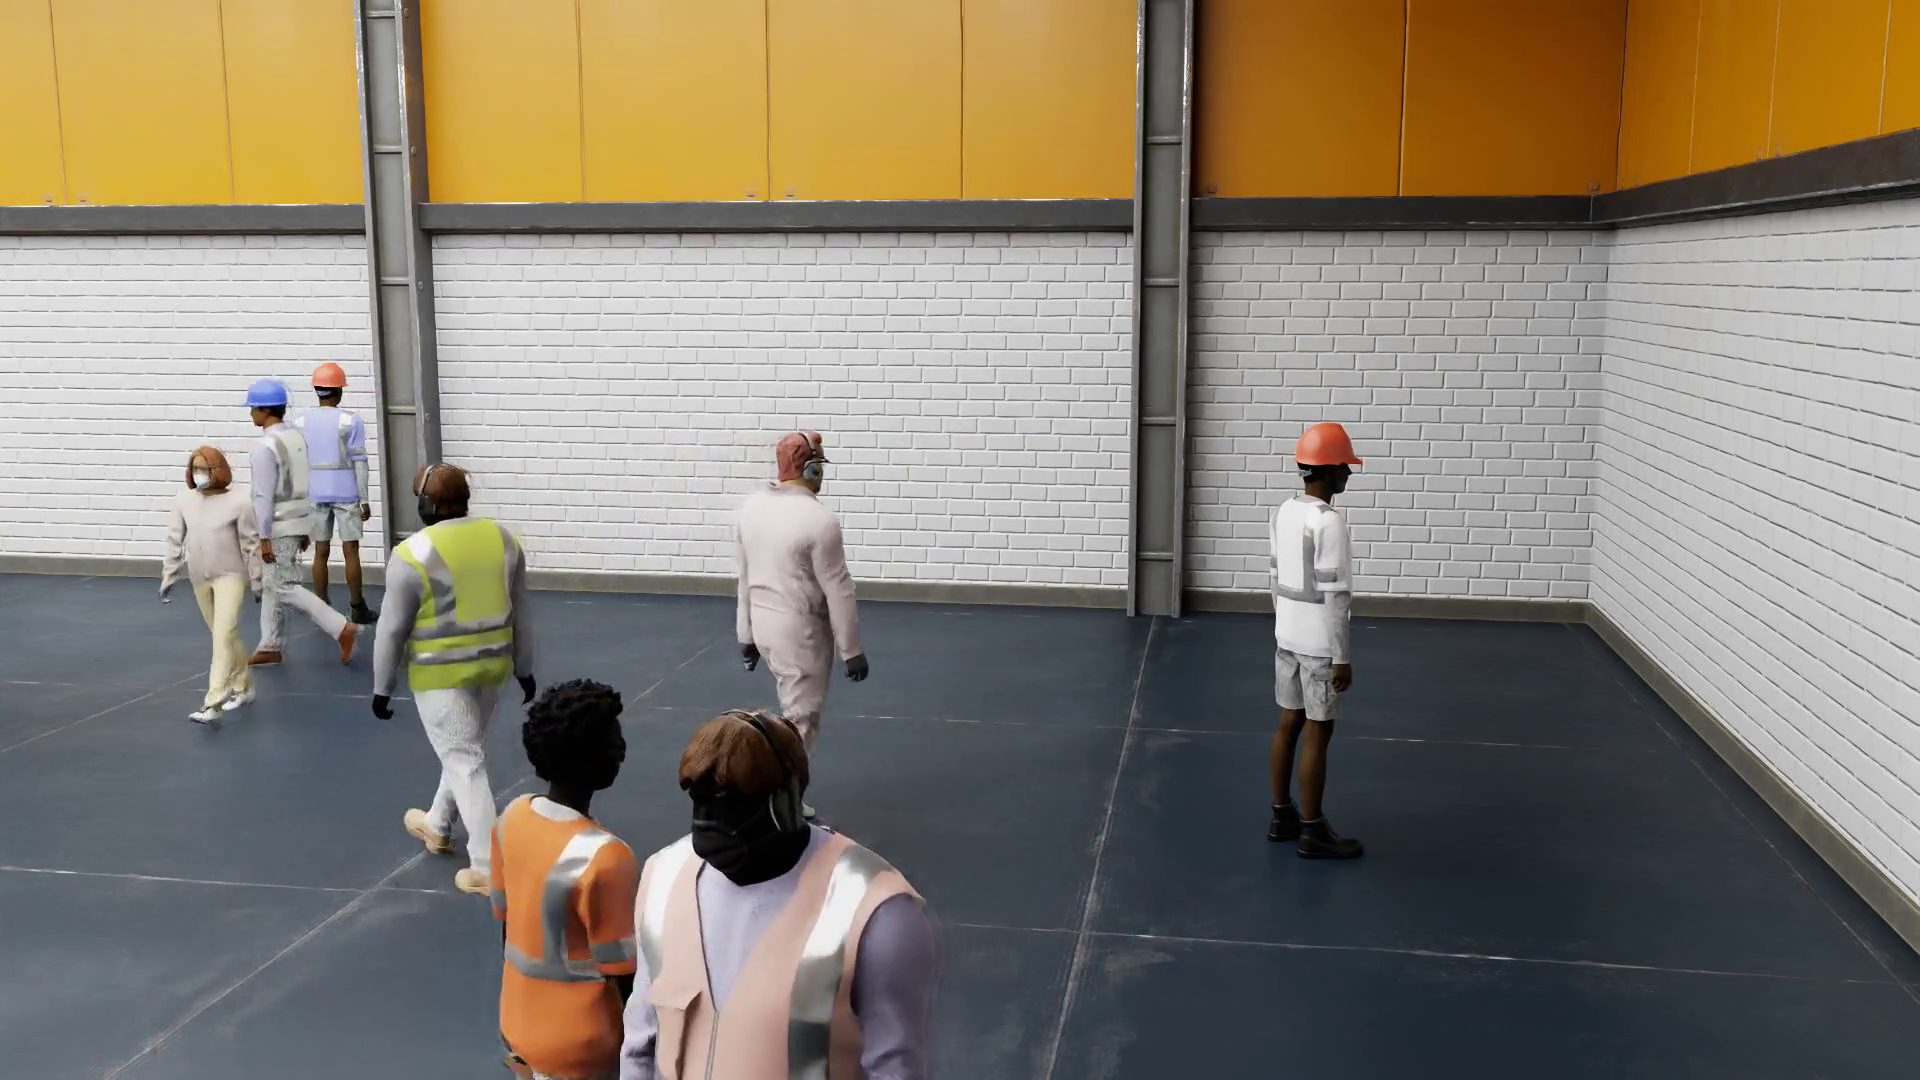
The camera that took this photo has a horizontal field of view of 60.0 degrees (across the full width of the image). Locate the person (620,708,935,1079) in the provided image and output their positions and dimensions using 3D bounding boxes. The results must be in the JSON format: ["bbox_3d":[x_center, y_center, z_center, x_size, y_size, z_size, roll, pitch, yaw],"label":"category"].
[{"bbox_3d":[-0.365,1.201,3.103,0.648,1.824,0.451,5,11,29],"label":"person"}]

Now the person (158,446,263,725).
[{"bbox_3d":[-4.343,0.265,9.593,0.507,1.596,0.839,2,9,10],"label":"person"}]

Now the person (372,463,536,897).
[{"bbox_3d":[-2.216,0.565,7.101,0.945,1.793,0.662,7,11,35],"label":"person"}]

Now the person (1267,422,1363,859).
[{"bbox_3d":[1.590,0.445,7.418,0.361,1.939,0.542,-3,10,-18],"label":"person"}]

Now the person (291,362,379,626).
[{"bbox_3d":[-4.584,-0.329,12.191,0.546,1.939,0.375,1,9,3],"label":"person"}]

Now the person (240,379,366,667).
[{"bbox_3d":[-4.321,-0.089,10.790,0.849,1.920,0.616,0,9,0],"label":"person"}]

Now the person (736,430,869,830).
[{"bbox_3d":[-0.695,0.448,7.548,0.530,1.890,0.657,-7,12,-37],"label":"person"}]

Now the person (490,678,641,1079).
[{"bbox_3d":[-0.842,1.144,3.889,0.501,1.674,0.545,-6,11,-34],"label":"person"}]
